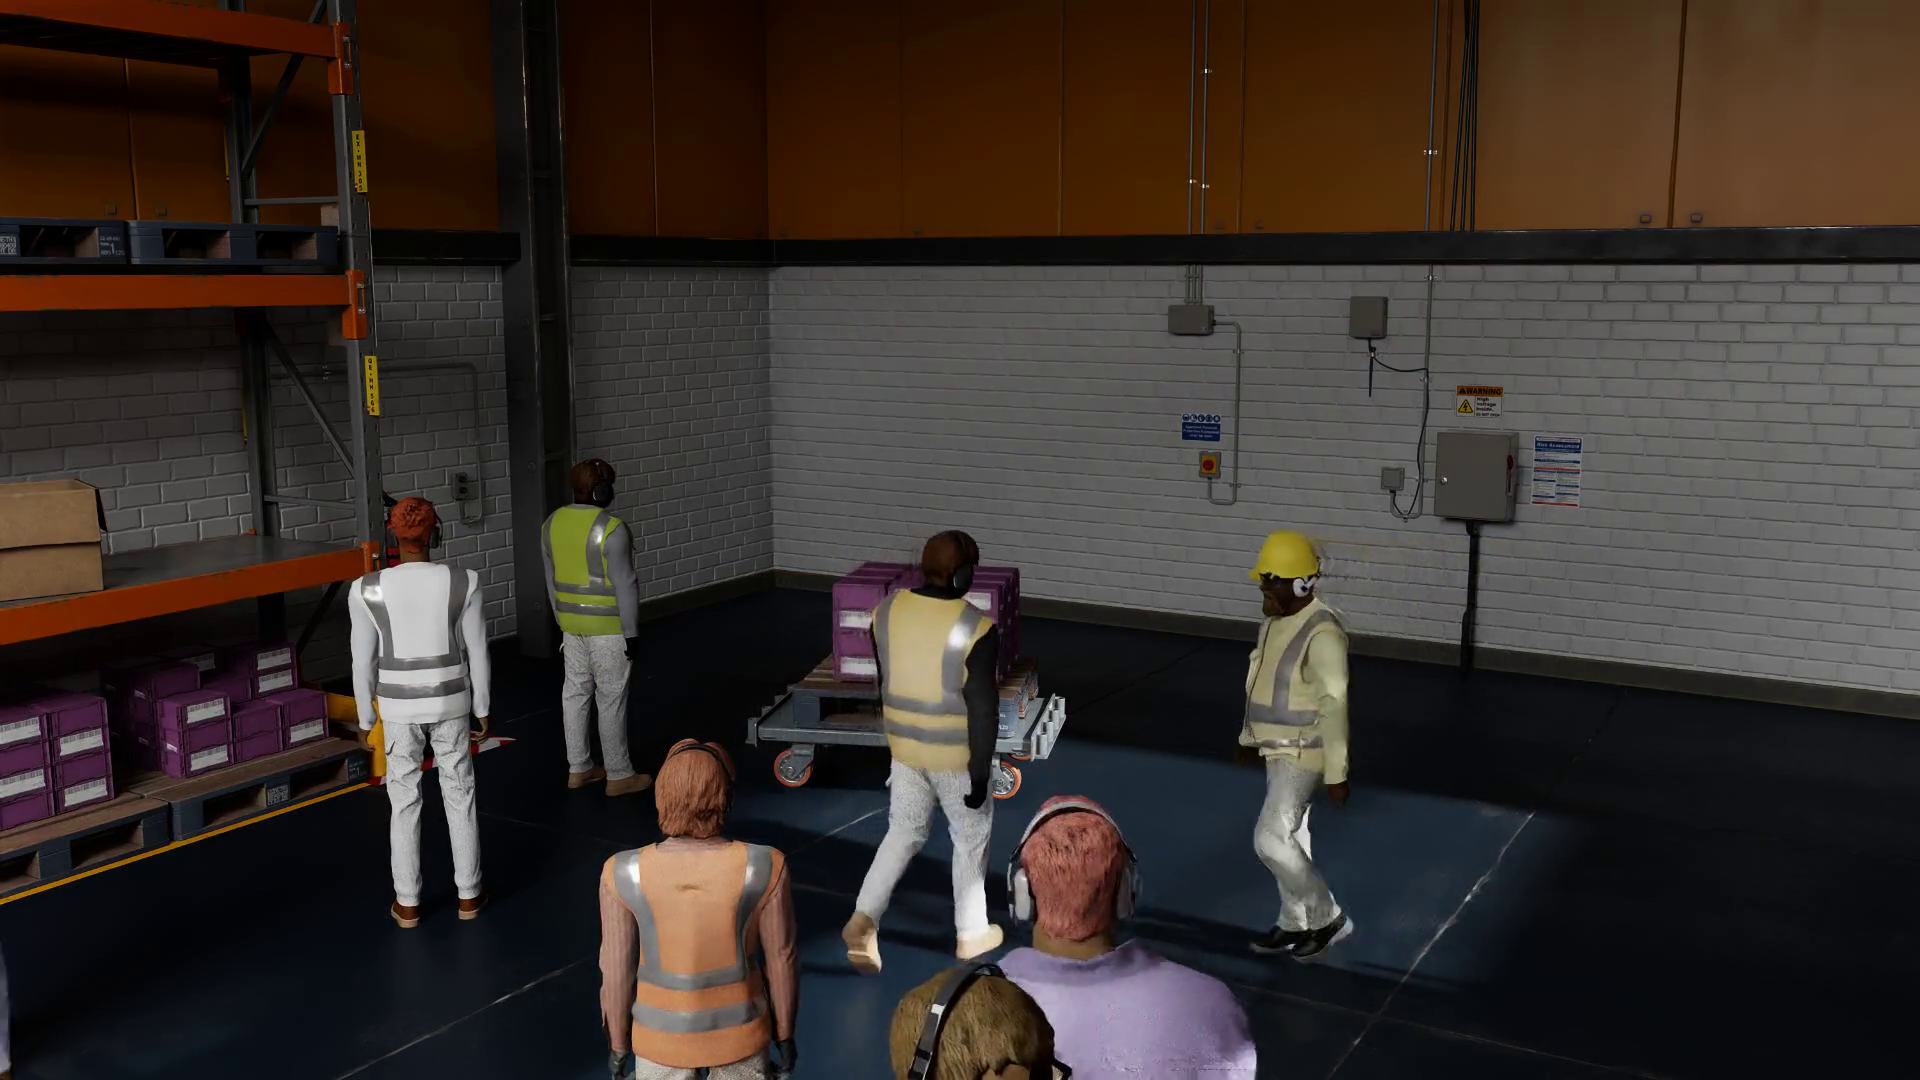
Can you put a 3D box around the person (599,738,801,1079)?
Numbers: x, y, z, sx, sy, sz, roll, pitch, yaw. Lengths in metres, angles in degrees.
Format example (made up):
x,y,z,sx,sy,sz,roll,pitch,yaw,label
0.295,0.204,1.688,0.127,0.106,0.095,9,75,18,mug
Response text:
x,y,z,sx,sy,sz,roll,pitch,yaw,label
-0.676,1.330,4.369,0.520,1.640,0.307,-1,9,-8,person

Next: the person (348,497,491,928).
x,y,z,sx,sy,sz,roll,pitch,yaw,label
-2.331,0.748,7.245,0.572,1.883,0.356,-3,10,-18,person

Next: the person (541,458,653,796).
x,y,z,sx,sy,sz,roll,pitch,yaw,label
-1.976,0.473,9.092,0.626,1.844,0.429,6,11,32,person

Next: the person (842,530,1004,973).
x,y,z,sx,sy,sz,roll,pitch,yaw,label
-0.129,0.867,6.712,0.626,1.818,0.749,6,11,32,person

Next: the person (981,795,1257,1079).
x,y,z,sx,sy,sz,roll,pitch,yaw,label
0.226,1.418,3.047,0.649,1.884,0.605,-1,9,-4,person

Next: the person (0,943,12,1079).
x,y,z,sx,sy,sz,roll,pitch,yaw,label
-2.503,1.284,3.864,0.974,1.891,0.639,5,11,30,person

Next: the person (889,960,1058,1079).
x,y,z,sx,sy,sz,roll,pitch,yaw,label
-0.016,1.507,2.330,0.353,1.937,0.635,4,10,24,person

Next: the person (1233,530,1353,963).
x,y,z,sx,sy,sz,roll,pitch,yaw,label
1.359,0.852,6.811,0.428,1.813,0.614,-1,9,-6,person
